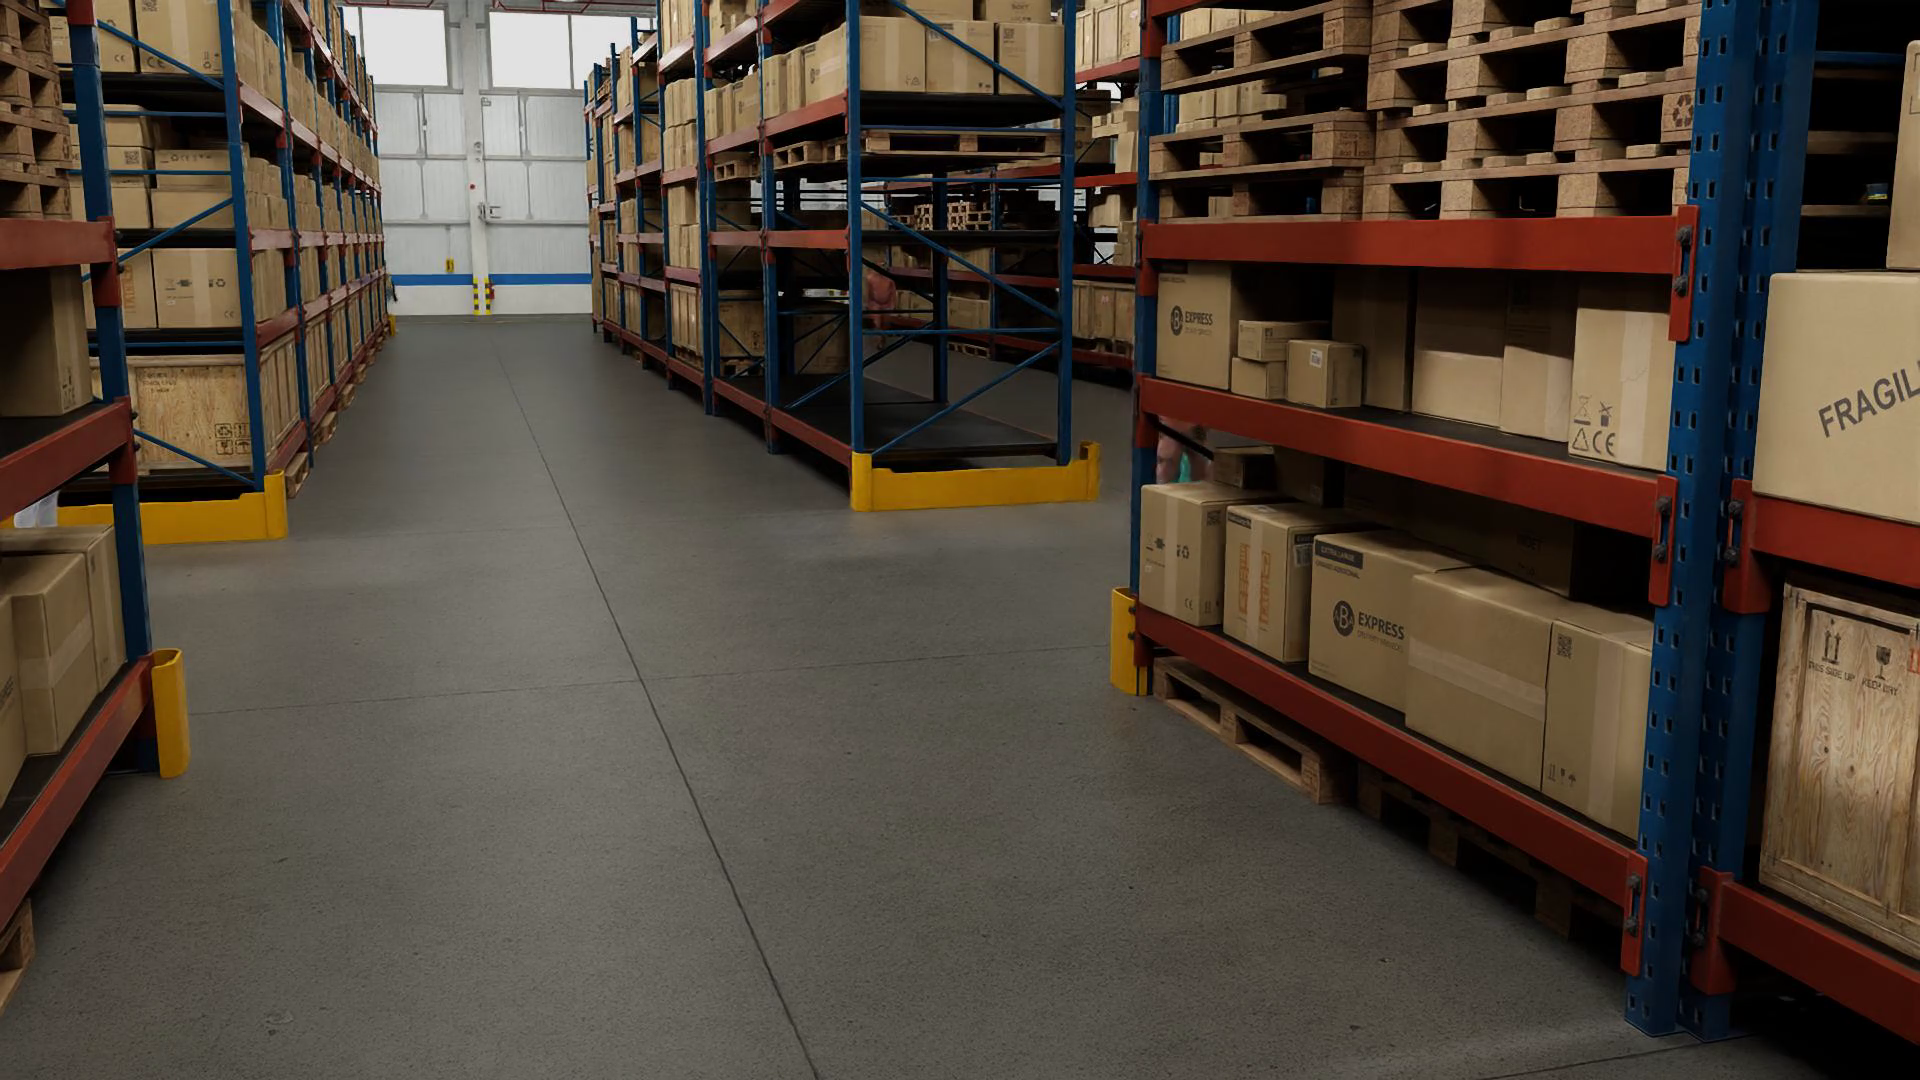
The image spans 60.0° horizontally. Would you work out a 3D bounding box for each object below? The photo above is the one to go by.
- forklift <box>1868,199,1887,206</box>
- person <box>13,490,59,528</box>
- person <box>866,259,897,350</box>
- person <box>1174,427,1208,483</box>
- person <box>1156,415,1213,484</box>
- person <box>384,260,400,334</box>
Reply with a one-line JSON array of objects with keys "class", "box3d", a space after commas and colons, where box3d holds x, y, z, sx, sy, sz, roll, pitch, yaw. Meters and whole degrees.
[{"class": "forklift", "box3d": [11.338, -2.915, 21.052, 1.129, 2.768, 1.873, -3, 11, -17]}, {"class": "person", "box3d": [-6.513, -0.694, 11.724, 0.393, 1.842, 0.564, 1, 10, 8]}, {"class": "person", "box3d": [-1.645, -4.909, 34.699, 0.656, 1.896, 0.496, -2, 11, -12]}, {"class": "person", "box3d": [1.831, -1.034, 13.983, 0.523, 1.701, 0.908, 4, 11, 23]}, {"class": "person", "box3d": [1.848, -0.950, 13.028, 0.826, 1.877, 0.646, 3, 11, 14]}, {"class": "person", "box3d": [-14.107, -5.943, 40.609, 0.887, 1.809, 0.624, 3, 11, 15]}]
